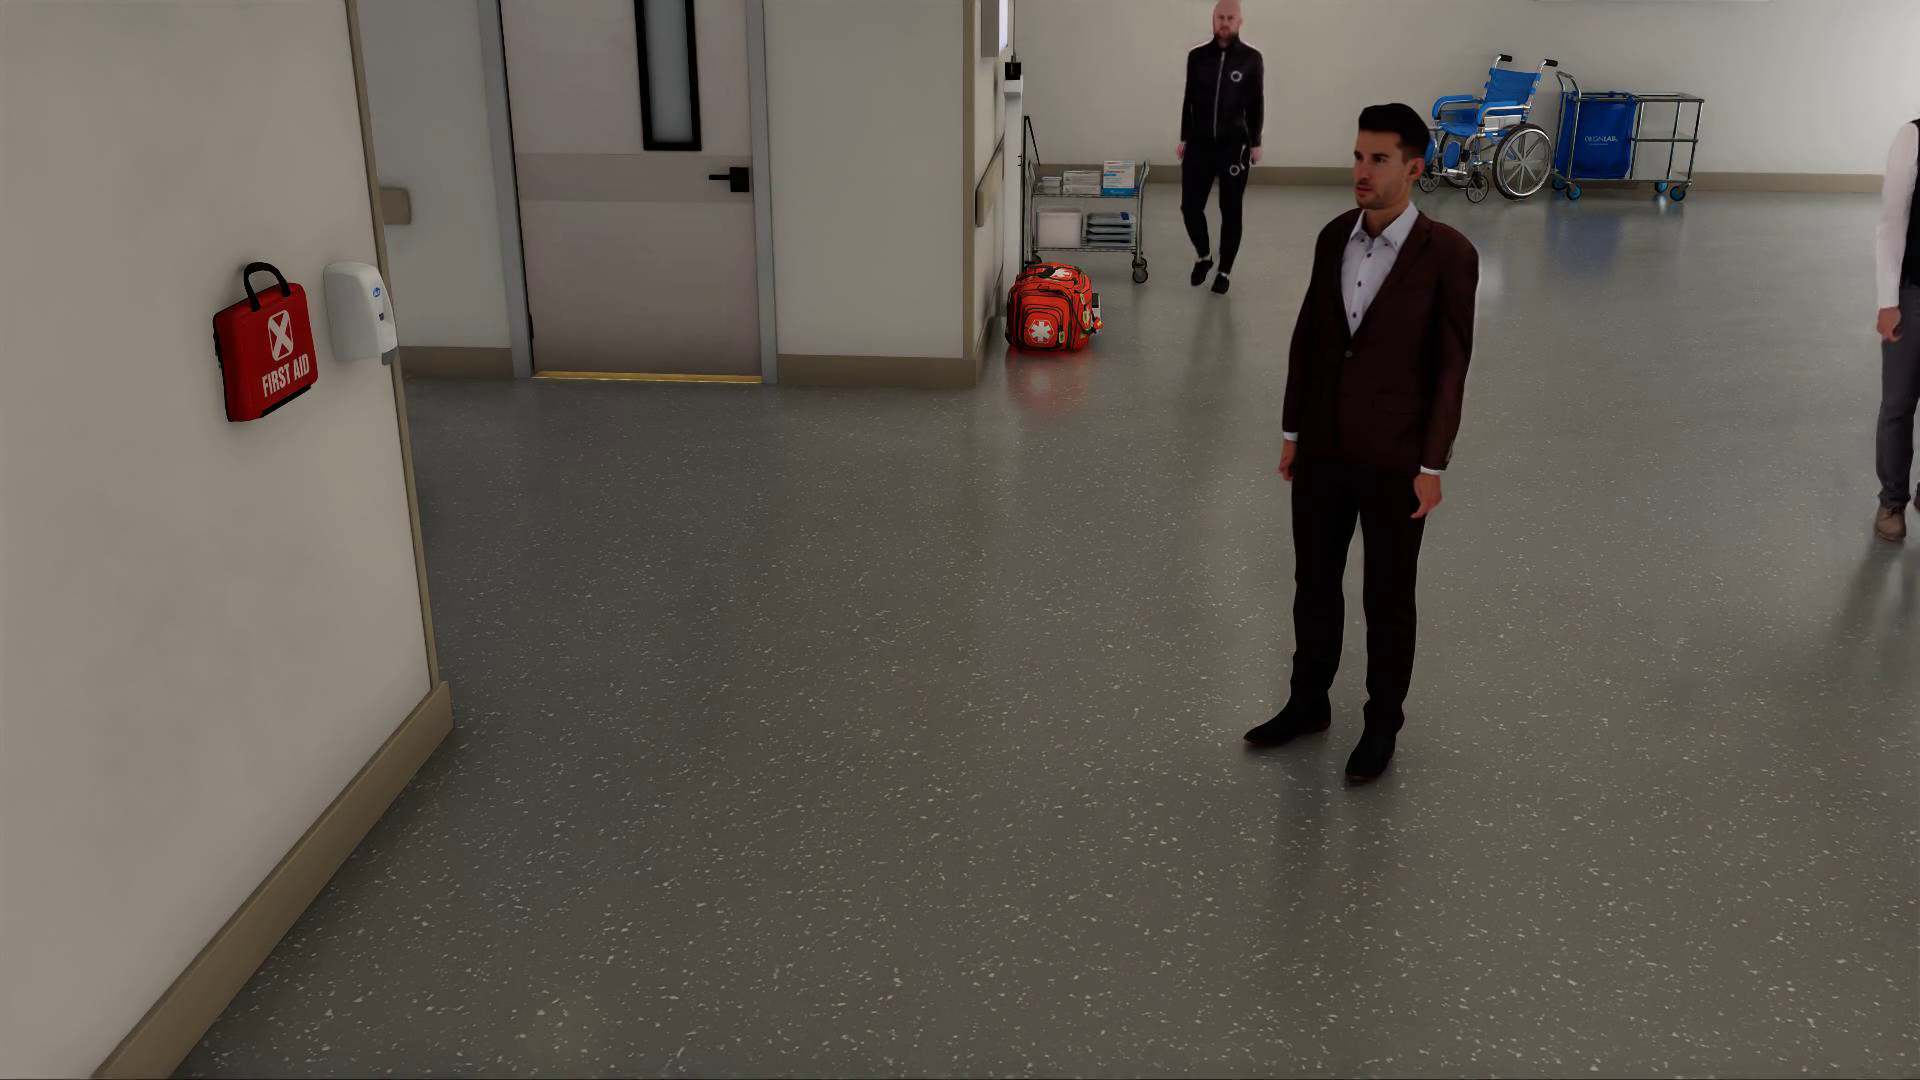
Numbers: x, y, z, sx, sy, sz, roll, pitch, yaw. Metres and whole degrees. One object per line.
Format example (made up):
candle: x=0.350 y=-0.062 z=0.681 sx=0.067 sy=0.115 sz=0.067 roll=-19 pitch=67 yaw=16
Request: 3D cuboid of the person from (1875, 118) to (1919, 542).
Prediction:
person: x=3.737 y=-0.961 z=6.393 sx=0.773 sy=1.923 sz=0.795 roll=7 pitch=22 yaw=17

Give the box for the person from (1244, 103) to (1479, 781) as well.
person: x=1.131 y=-0.267 z=4.641 sx=0.782 sy=1.866 sz=0.813 roll=18 pitch=27 yaw=39

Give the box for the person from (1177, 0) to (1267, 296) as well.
person: x=1.666 y=-2.478 z=10.545 sx=0.778 sy=1.819 sz=0.729 roll=7 pitch=22 yaw=19
